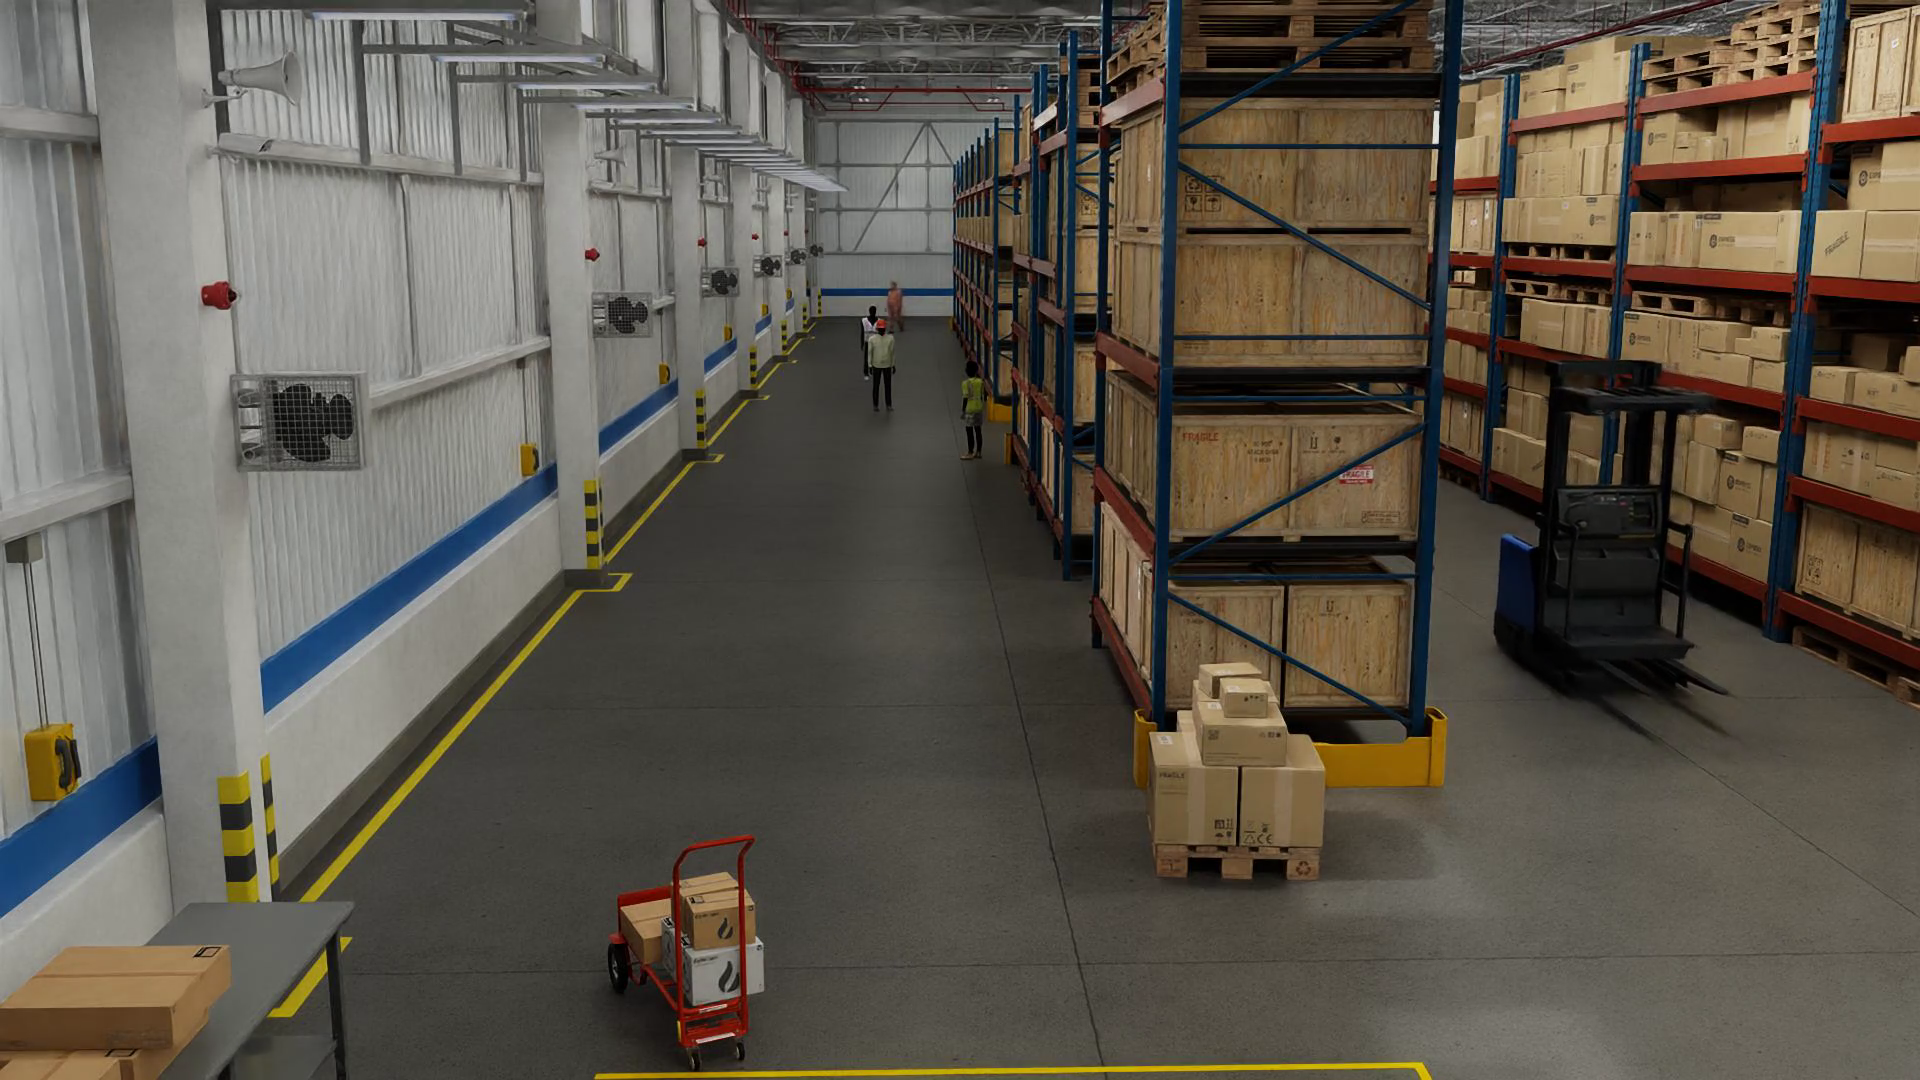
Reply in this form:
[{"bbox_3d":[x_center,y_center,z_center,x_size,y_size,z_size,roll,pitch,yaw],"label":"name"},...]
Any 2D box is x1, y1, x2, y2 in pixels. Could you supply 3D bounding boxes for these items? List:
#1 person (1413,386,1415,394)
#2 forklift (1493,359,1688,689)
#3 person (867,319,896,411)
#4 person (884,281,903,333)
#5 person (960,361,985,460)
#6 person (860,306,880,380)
[{"bbox_3d":[10.772,-4.370,39.141,0.667,1.895,0.427,1,11,7],"label":"person"},{"bbox_3d":[5.731,-0.238,15.089,1.129,2.768,1.873,0,11,-2],"label":"forklift"},{"bbox_3d":[-1.678,-3.753,35.719,0.618,1.986,0.410,-3,11,-15],"label":"person"},{"bbox_3d":[-2.394,-8.424,60.284,0.686,1.887,0.472,8,13,35],"label":"person"},{"bbox_3d":[0.206,-2.213,28.441,0.318,1.700,0.536,8,14,37],"label":"person"},{"bbox_3d":[-2.254,-5.051,42.680,0.601,1.906,0.411,-2,11,-11],"label":"person"}]
